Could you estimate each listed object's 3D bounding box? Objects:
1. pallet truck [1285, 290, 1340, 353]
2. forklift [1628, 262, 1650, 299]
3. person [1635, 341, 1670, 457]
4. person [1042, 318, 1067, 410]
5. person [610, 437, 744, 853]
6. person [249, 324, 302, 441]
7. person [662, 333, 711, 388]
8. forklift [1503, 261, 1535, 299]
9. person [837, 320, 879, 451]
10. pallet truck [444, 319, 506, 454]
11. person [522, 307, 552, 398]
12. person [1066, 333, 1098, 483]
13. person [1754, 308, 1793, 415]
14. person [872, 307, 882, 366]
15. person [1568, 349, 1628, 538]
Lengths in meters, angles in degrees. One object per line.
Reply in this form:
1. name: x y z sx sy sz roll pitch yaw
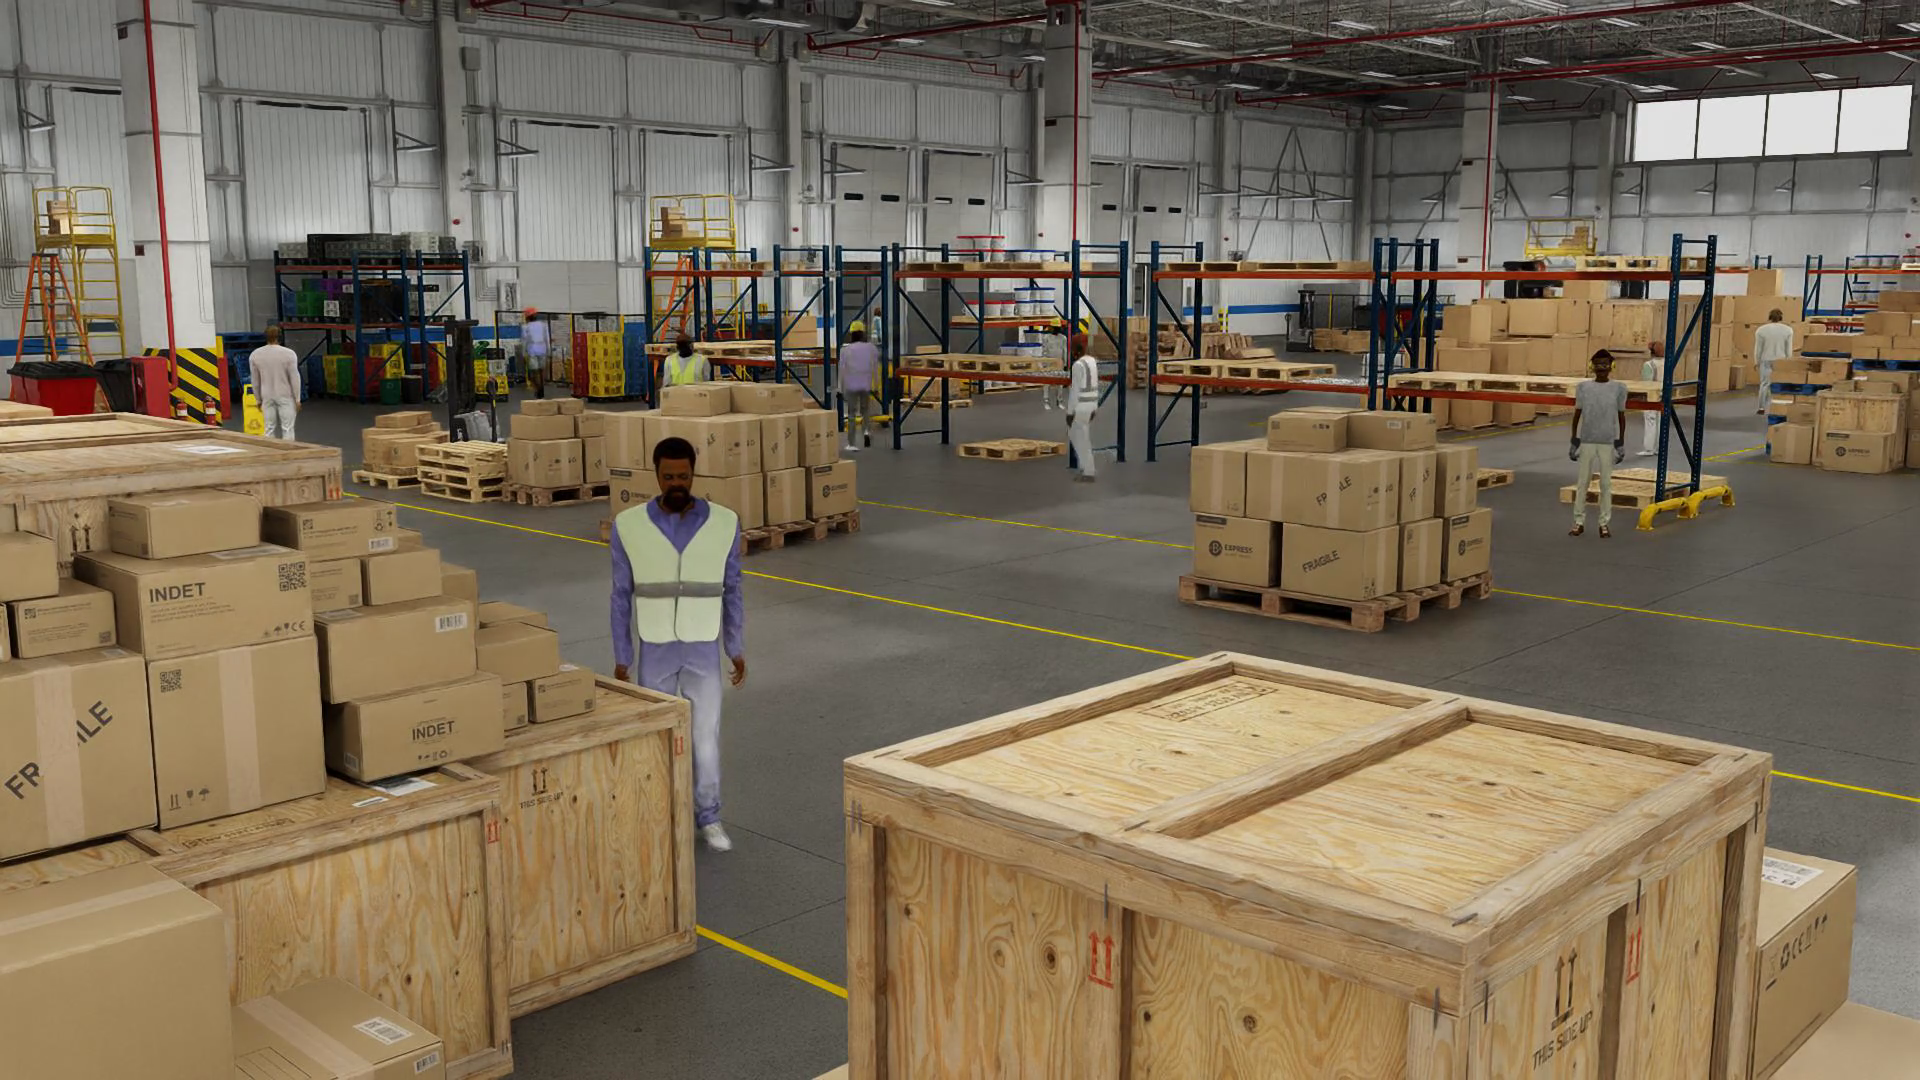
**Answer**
1. pallet truck: 11.297 -6.951 52.861 1.885 1.965 0.823 -5 11 -29
2. forklift: 18.411 -6.160 45.311 1.873 2.768 1.129 3 10 17
3. person: 9.849 -1.998 23.591 0.514 1.641 0.307 -6 11 -31
4. person: 1.795 -3.320 31.397 0.485 1.739 0.320 -2 9 -12
5. person: -1.279 0.481 7.546 0.596 1.914 0.373 -3 10 -16
6. person: -8.877 -1.828 21.636 0.631 1.940 0.372 0 9 0
7. person: -3.507 -1.728 21.321 0.634 1.839 0.429 1 9 5
8. forklift: 12.701 -4.971 38.022 1.873 2.768 1.129 9 13 43
9. person: -1.488 -2.237 24.231 0.670 1.909 0.473 -4 10 -22
10. pallet truck: -6.981 -1.942 22.150 1.885 1.965 0.823 1 9 9
11. person: -8.693 -3.852 34.223 0.582 1.897 0.818 -6 11 -31
12. person: 1.495 -1.626 20.616 0.502 1.861 0.605 4 10 22
13. person: 14.774 -3.233 30.246 0.627 1.941 0.371 4 10 22
14. person: -2.206 -5.405 44.517 0.316 1.633 0.521 -1 9 -9
15. person: 6.310 -0.954 16.463 0.531 1.876 0.318 4 10 23
